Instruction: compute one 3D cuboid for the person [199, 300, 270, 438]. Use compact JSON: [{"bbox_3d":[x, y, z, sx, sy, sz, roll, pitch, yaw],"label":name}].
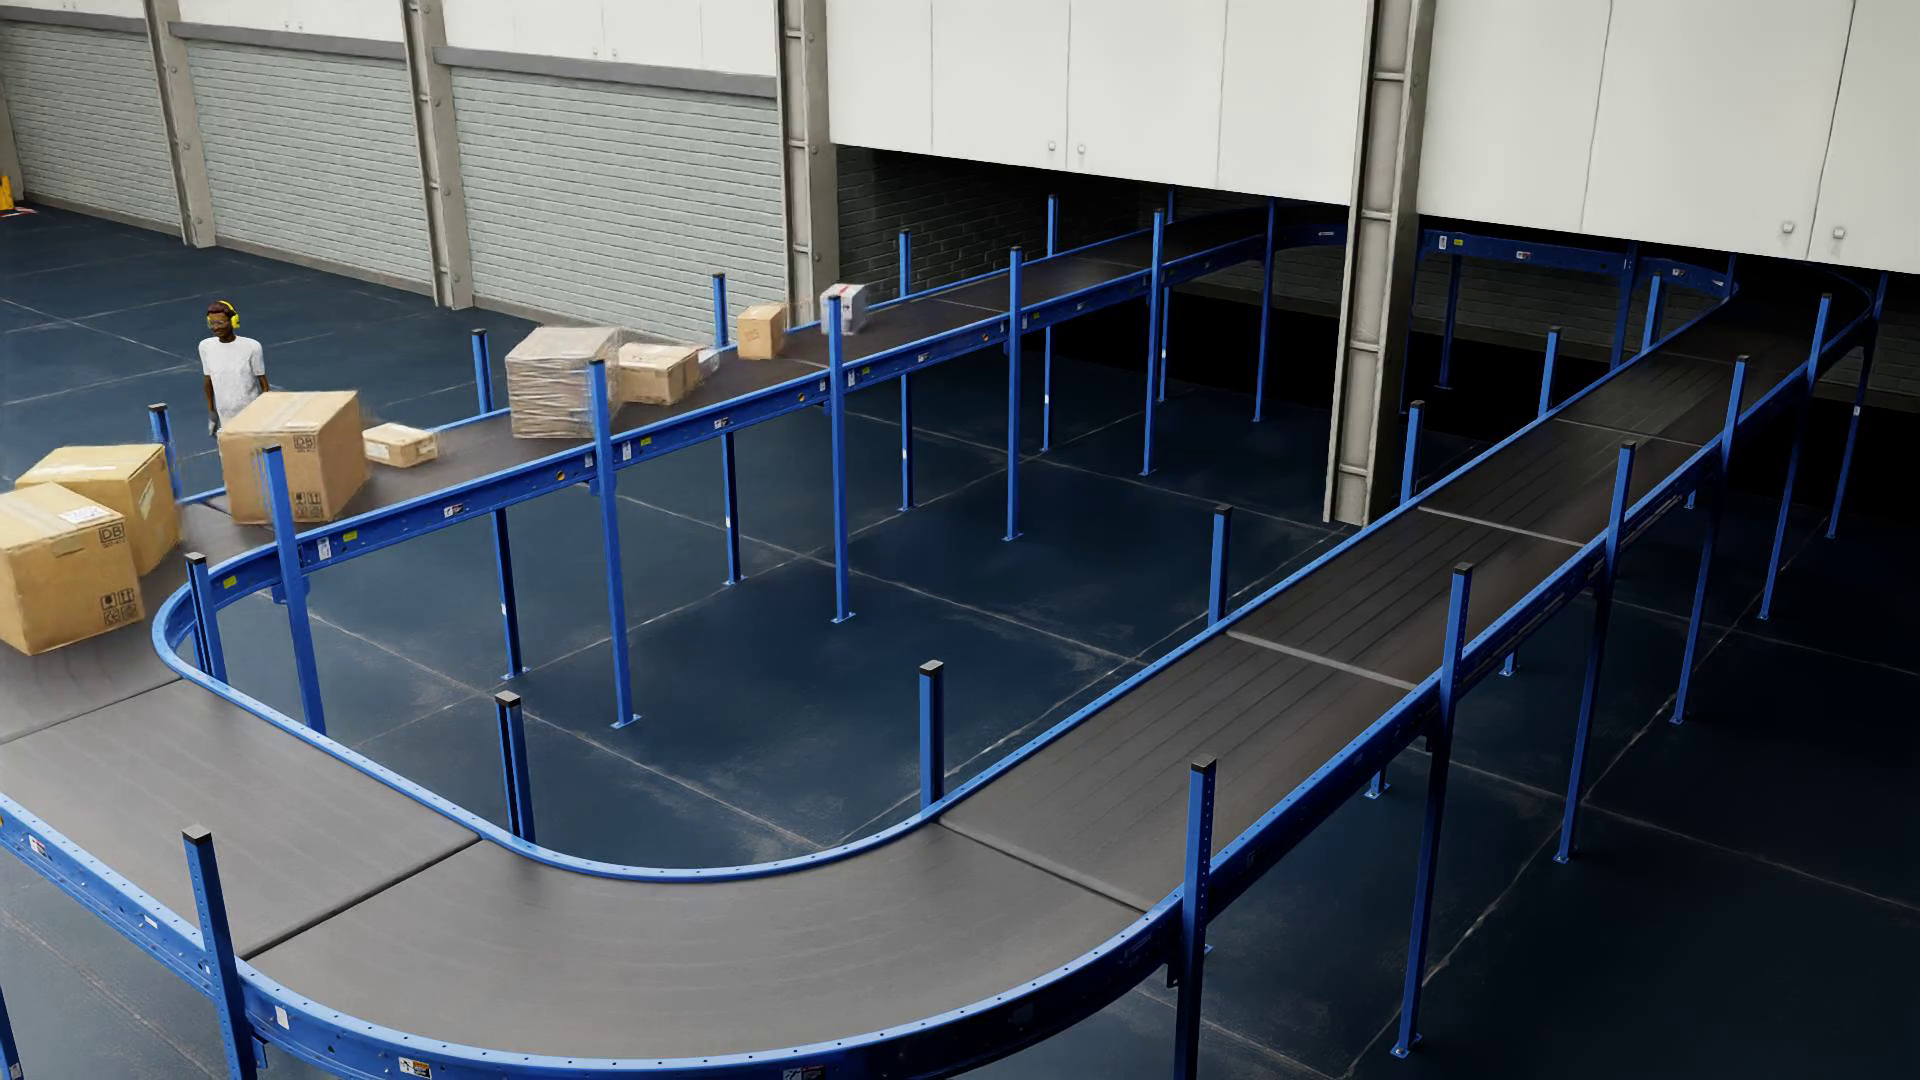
[{"bbox_3d":[-5.680,-0.976,13.118,0.521,1.873,0.335,0,21,-1],"label":"person"}]
